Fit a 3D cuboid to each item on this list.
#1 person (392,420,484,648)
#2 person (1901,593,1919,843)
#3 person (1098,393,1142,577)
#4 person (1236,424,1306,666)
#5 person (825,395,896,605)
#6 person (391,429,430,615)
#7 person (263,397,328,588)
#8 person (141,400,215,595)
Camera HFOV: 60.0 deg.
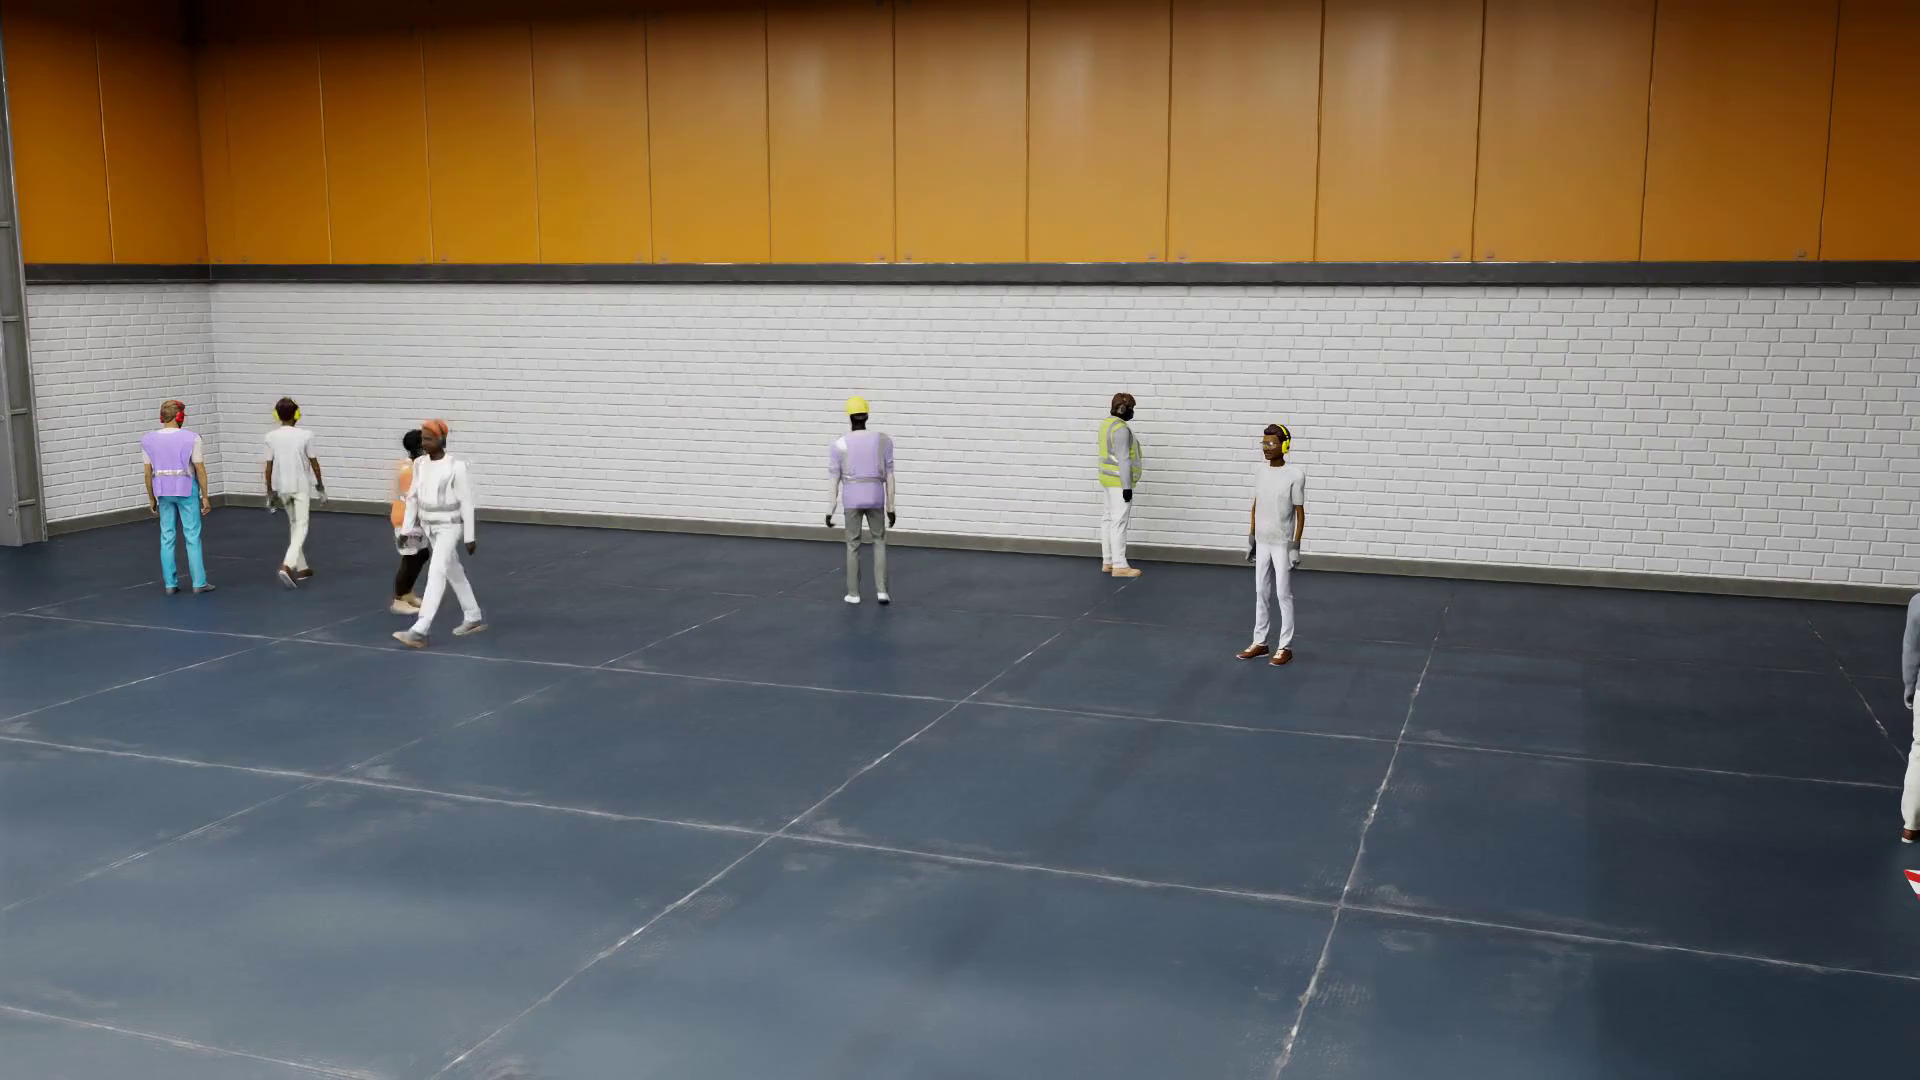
[{"bbox_3d":[-4.287,-0.060,13.599,0.581,1.830,0.993,7,11,36],"label":"person"},{"bbox_3d":[5.195,0.825,8.710,0.277,1.633,0.507,-6,11,-32],"label":"person"},{"bbox_3d":[1.605,-0.557,16.661,0.429,1.838,0.622,-2,9,-12],"label":"person"},{"bbox_3d":[2.427,0.034,12.887,0.329,1.873,0.514,-8,12,-40],"label":"person"},{"bbox_3d":[-0.904,-0.358,15.147,0.623,1.927,0.387,-2,9,-11],"label":"person"},{"bbox_3d":[-4.850,-0.157,14.684,0.438,1.660,0.550,-1,9,-7],"label":"person"},{"bbox_3d":[-6.478,-0.467,16.128,0.528,1.838,0.896,1,9,4],"label":"person"},{"bbox_3d":[-7.351,-0.390,15.617,0.564,1.837,0.388,-1,9,-4],"label":"person"}]
